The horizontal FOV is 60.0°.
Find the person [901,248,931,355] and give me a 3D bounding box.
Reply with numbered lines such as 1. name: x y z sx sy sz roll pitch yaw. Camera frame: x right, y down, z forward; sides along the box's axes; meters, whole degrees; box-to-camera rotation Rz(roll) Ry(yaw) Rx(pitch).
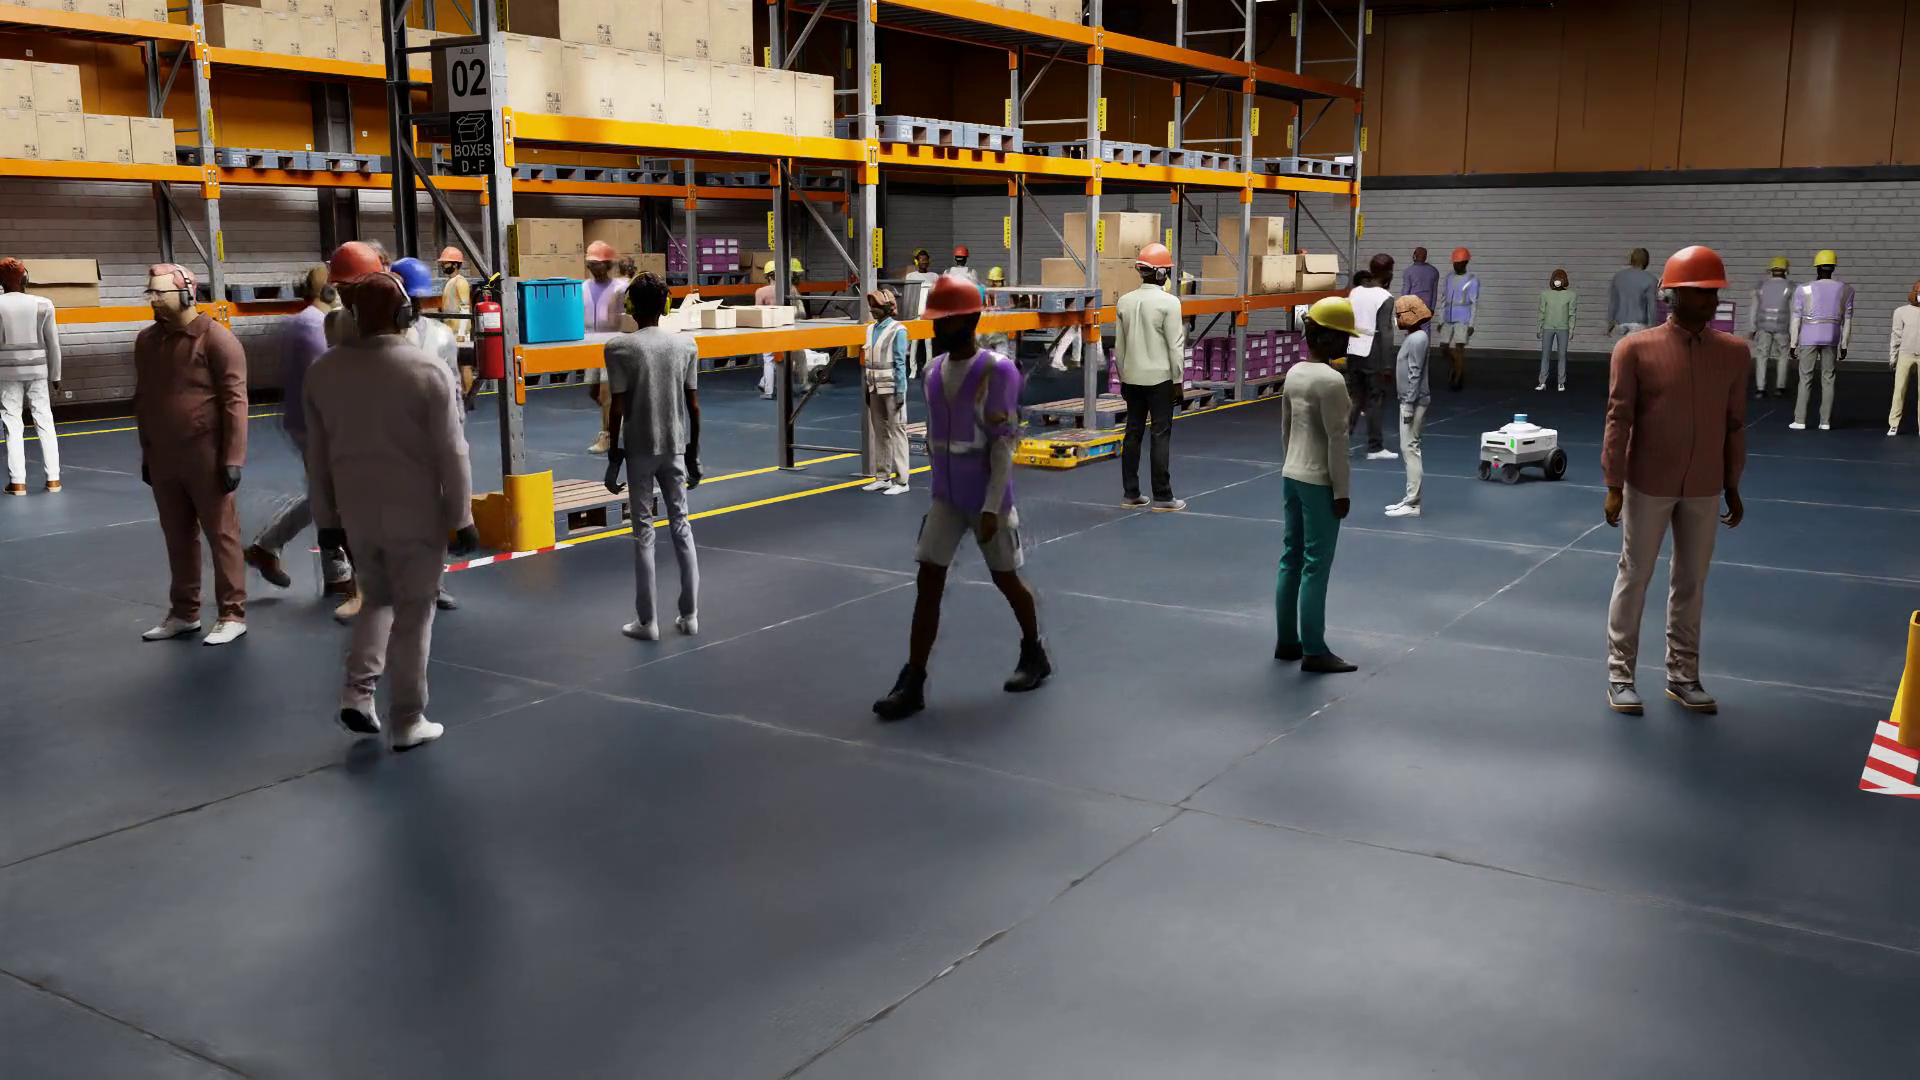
1. person: -0.799 -4.183 29.265 0.622 1.870 0.614 9 14 41

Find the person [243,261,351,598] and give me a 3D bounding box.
1. person: -3.695 -0.610 9.369 0.617 1.913 0.672 -5 11 -25

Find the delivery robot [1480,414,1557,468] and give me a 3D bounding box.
1. delivery robot: 4.710 -0.816 14.010 0.707 0.478 0.477 -8 13 -39

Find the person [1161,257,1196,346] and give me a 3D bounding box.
1. person: 2.988 -3.057 23.148 0.626 1.836 0.429 0 10 0

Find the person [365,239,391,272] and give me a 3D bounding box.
1. person: -6.911 -2.537 19.688 0.538 2.000 0.684 5 12 27

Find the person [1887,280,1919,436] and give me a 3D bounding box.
1. person: 9.850 -1.865 17.126 0.497 1.626 0.287 6 12 30

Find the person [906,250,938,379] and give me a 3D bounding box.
1. person: -0.539 -3.279 24.291 0.551 1.872 0.379 -1 10 -6

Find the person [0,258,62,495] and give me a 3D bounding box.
1. person: -7.479 -1.297 13.253 0.587 1.882 0.342 -9 14 -42

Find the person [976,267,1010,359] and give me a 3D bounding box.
1. person: 0.428 -2.471 20.287 0.497 1.695 0.880 -2 10 -9

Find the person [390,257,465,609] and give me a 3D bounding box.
1. person: -2.971 -0.555 9.022 0.625 1.925 0.461 -9 14 -42

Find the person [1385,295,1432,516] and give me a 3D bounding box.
1. person: 3.308 -0.987 12.260 0.295 1.622 0.510 2 10 9

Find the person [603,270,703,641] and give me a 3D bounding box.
1. person: -1.560 -0.421 8.450 0.516 1.866 0.325 -6 12 -30

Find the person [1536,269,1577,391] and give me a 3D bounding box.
1. person: 8.024 -2.822 22.397 0.500 1.633 0.281 5 12 27

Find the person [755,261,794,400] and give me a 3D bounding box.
1. person: -2.367 -2.662 21.179 0.522 1.758 0.350 -6 12 -30

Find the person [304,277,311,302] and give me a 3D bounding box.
1. person: -6.025 -1.648 15.711 0.318 1.700 0.535 -2 10 -12

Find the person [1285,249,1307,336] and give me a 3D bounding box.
1. person: 5.321 -3.654 26.332 0.345 1.878 0.579 10 14 44

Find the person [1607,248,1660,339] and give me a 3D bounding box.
1. person: 8.539 -2.715 20.993 0.548 1.922 0.660 -7 12 -32

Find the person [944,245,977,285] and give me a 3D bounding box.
1. person: 0.013 -3.650 26.141 0.549 1.936 0.377 2 10 12

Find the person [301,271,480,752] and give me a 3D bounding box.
1. person: -2.235 -0.107 6.616 0.639 1.897 0.420 3 11 15

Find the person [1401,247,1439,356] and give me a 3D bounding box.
1. person: 7.381 -3.760 26.841 0.641 1.908 0.407 -3 11 -17

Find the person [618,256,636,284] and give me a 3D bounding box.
1. person: -3.993 -2.579 20.539 0.522 1.815 0.837 7 12 34

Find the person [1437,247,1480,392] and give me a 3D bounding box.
1. person: 6.680 -2.961 22.341 0.419 1.932 0.579 -7 13 -35

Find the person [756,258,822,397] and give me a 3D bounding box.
1. person: -2.235 -2.735 21.500 0.729 1.825 0.593 1 10 4

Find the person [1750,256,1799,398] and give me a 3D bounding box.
1. person: 10.575 -2.758 21.542 0.618 1.800 0.809 9 14 41

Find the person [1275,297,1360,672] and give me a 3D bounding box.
1. person: 1.702 -0.262 7.868 0.328 1.759 0.524 -3 11 -16

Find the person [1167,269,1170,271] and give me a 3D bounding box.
1. person: 2.948 -3.254 24.322 0.750 1.798 0.610 -9 13 -40

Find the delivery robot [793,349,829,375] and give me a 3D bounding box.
1. delivery robot: -2.209 -2.542 23.572 0.707 0.478 0.477 -1 10 -3

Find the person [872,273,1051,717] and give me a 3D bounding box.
1. person: 0.054 -0.205 7.226 0.560 1.891 1.007 8 13 38

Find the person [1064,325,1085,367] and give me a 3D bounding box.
1. person: 1.899 -3.749 26.685 0.629 1.940 0.379 -8 13 -38

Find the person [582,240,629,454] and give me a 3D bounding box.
1. person: -3.400 -1.856 15.989 0.609 2.024 0.787 3 11 17

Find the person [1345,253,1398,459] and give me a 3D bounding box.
1. person: 3.806 -1.688 15.376 0.502 1.902 0.645 -4 11 -23

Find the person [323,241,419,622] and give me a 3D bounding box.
1. person: -3.110 -0.545 8.727 0.660 2.010 0.621 5 11 24

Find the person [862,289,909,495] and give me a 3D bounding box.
1. person: -0.591 -1.177 13.285 0.311 1.634 0.519 -8 13 -38

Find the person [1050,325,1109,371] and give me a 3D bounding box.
1. person: 1.887 -3.580 25.779 1.050 1.947 0.605 -5 11 -27

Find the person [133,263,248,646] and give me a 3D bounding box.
1. person: -3.874 -0.421 8.337 0.642 1.909 0.399 4 11 20

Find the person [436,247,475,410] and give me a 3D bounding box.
1. person: -5.996 -2.500 19.758 0.354 1.942 0.545 -7 12 -35

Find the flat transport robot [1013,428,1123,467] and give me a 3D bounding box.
1. flat transport robot: 1.024 -0.864 15.323 0.652 0.197 1.431 6 12 32

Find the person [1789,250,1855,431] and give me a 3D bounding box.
1. person: 9.173 -2.126 17.760 0.588 1.919 0.402 2 11 13

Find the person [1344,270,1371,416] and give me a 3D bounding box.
1. person: 4.644 -2.302 19.390 0.544 1.683 0.621 -2 10 -10

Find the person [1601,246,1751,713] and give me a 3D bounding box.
1. person: 3.057 -0.245 7.116 0.622 1.993 0.384 -1 10 -4

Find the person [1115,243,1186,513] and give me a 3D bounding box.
1. person: 1.429 -1.202 12.417 0.608 1.995 0.377 10 14 44
